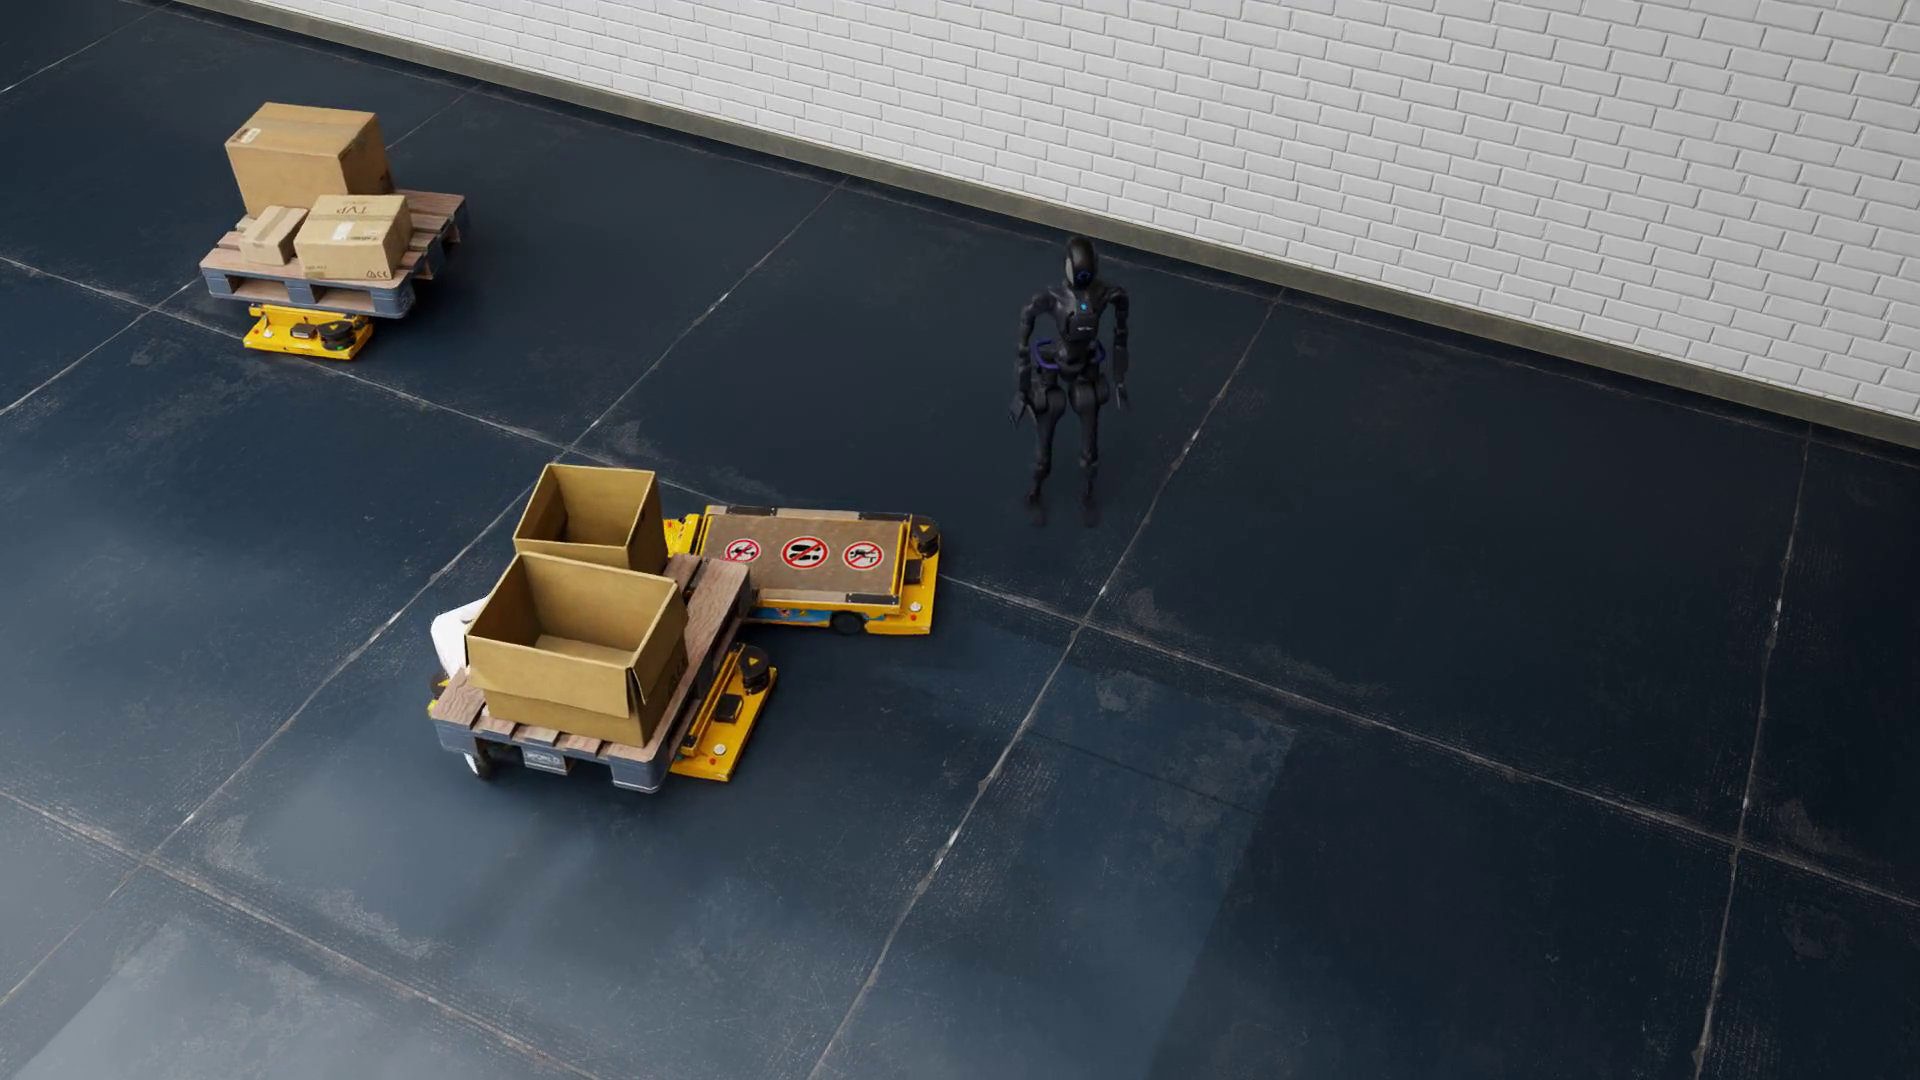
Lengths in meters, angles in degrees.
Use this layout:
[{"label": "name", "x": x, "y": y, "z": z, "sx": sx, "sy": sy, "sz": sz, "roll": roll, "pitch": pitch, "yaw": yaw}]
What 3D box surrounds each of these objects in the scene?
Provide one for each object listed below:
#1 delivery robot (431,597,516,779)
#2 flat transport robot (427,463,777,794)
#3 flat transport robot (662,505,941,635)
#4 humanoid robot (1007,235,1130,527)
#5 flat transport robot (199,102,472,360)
[{"label": "delivery robot", "x": -2.047, "y": 0.631, "z": 7.375, "sx": 0.499, "sy": 0.609, "sz": 0.805, "roll": -23, "pitch": 48, "yaw": -23}, {"label": "flat transport robot", "x": -1.618, "y": 0.669, "z": 7.533, "sx": 1.431, "sy": 0.231, "sz": 0.659, "roll": 10, "pitch": 44, "yaw": 11}, {"label": "flat transport robot", "x": -0.832, "y": 0.143, "z": 8.101, "sx": 1.431, "sy": 0.231, "sz": 0.659, "roll": 3, "pitch": 43, "yaw": 3}, {"label": "humanoid robot", "x": 0.541, "y": -0.736, "z": 8.015, "sx": 0.615, "sy": 1.652, "sz": 0.378, "roll": -10, "pitch": 44, "yaw": -11}, {"label": "flat transport robot", "x": -3.651, "y": -1.591, "z": 9.971, "sx": 0.659, "sy": 0.231, "sz": 1.431, "roll": 8, "pitch": 43, "yaw": 8}]
